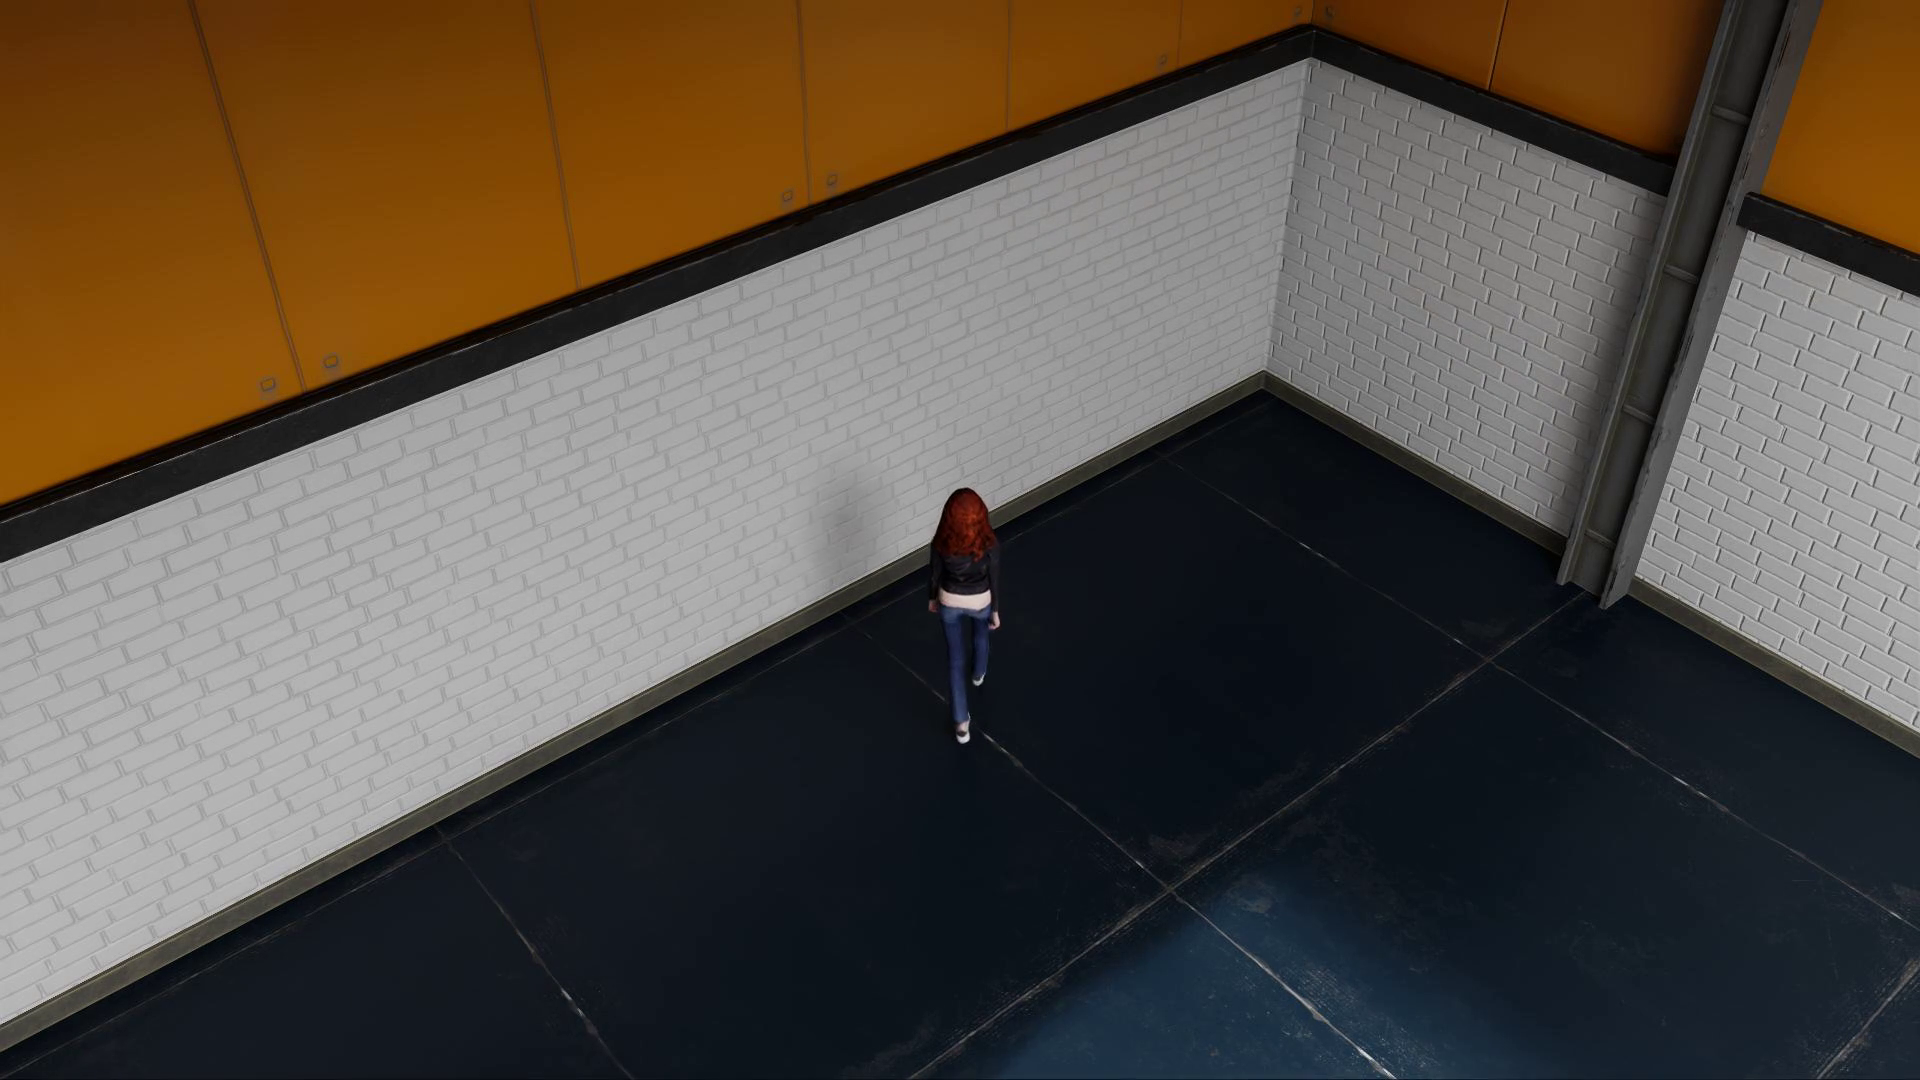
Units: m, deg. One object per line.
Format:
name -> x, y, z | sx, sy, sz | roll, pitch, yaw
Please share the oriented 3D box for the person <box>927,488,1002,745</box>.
person -> 0.021, 0.478, 9.998 | 1.014, 1.751, 1.096 | 2, 39, 3
